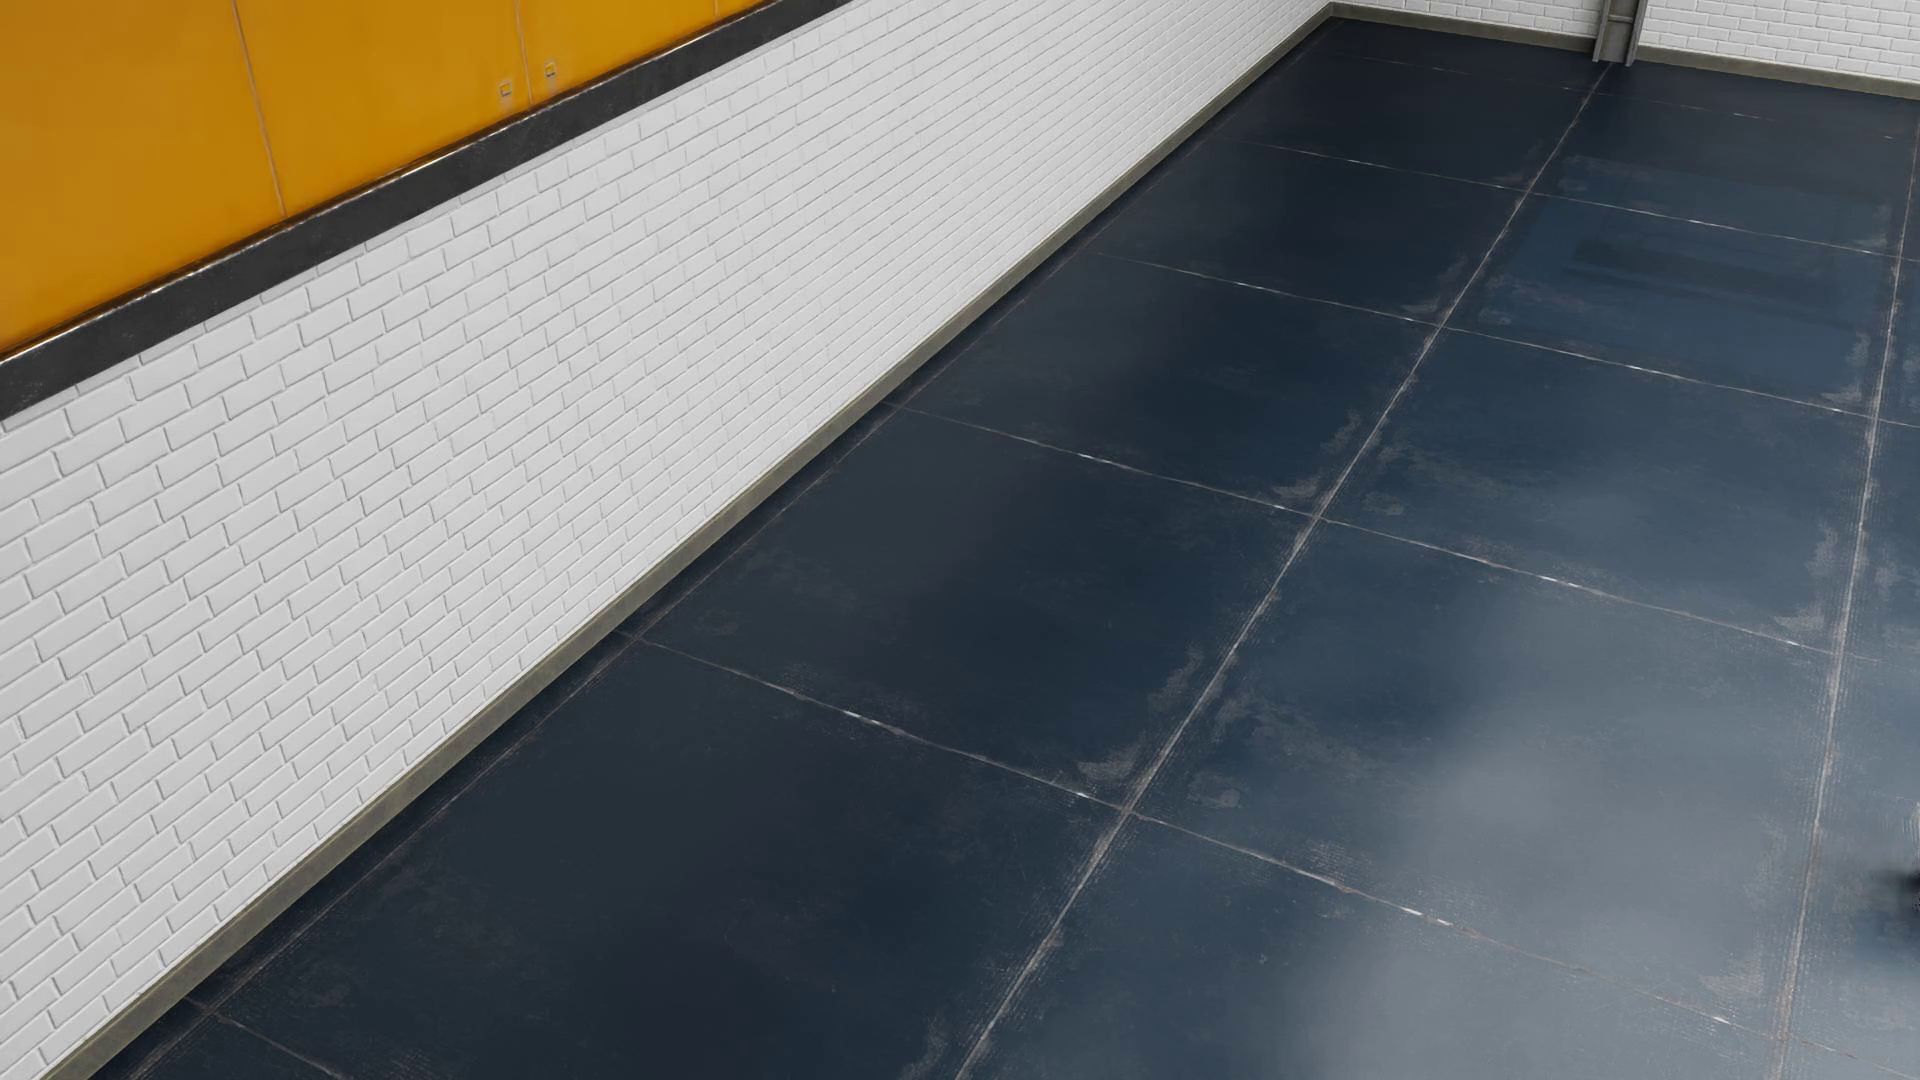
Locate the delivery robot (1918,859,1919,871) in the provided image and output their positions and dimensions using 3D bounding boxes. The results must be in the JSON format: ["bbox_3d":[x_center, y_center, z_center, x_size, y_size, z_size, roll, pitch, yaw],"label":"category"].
[{"bbox_3d":[4.807,1.515,7.484,0.802,0.614,0.499,13,36,18],"label":"delivery robot"}]
